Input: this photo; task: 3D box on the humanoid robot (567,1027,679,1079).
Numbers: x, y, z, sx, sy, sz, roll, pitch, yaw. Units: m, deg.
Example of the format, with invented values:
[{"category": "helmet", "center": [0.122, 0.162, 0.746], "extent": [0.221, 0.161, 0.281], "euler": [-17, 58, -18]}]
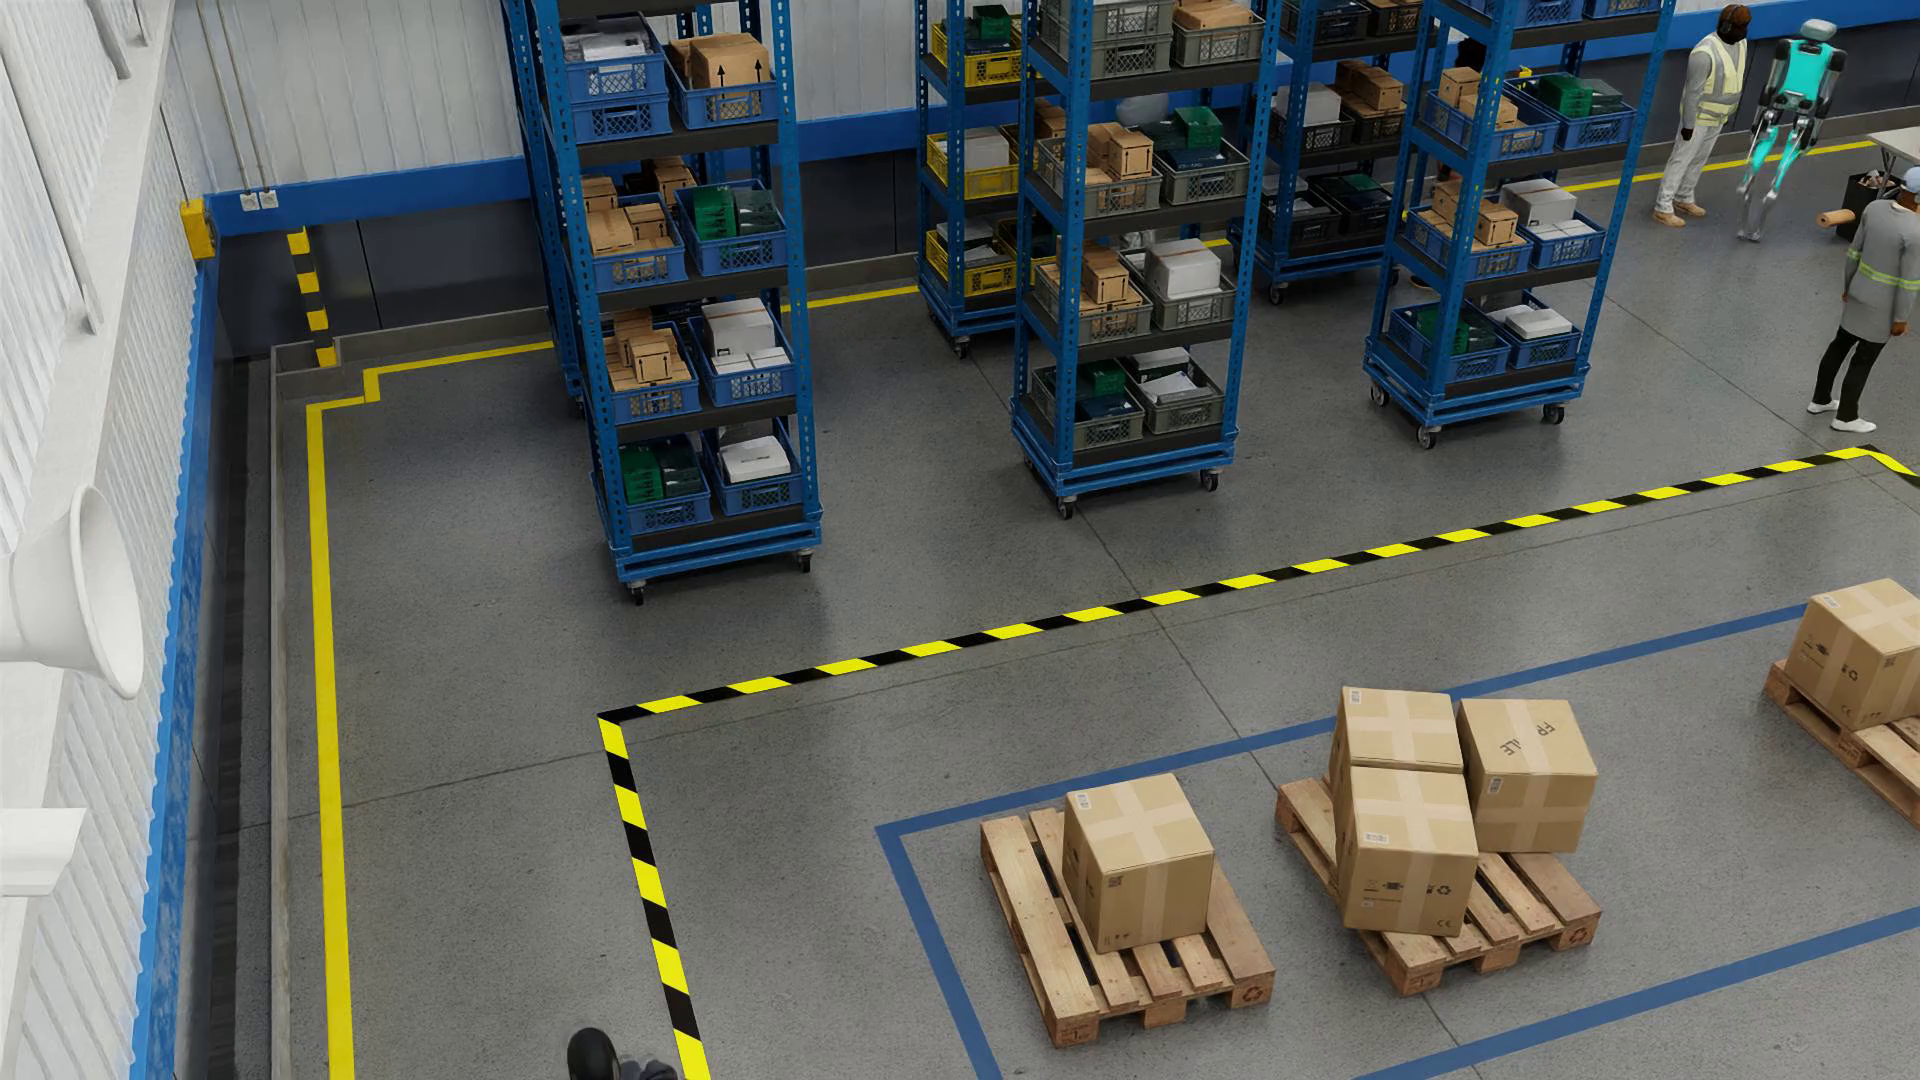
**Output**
[{"category": "humanoid robot", "center": [-1.162, 2.200, 5.722], "extent": [0.612, 1.633, 0.488], "euler": [-19, 39, -25]}]

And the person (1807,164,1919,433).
[{"category": "person", "center": [6.041, -1.589, 10.934], "extent": [0.390, 1.853, 0.587], "euler": [-7, 36, -10]}]

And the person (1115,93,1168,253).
[{"category": "person", "center": [1.306, -2.728, 12.481], "extent": [0.362, 1.935, 0.641], "euler": [19, 39, 25]}]

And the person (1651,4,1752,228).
[{"category": "person", "center": [6.121, -3.480, 13.637], "extent": [0.620, 1.835, 0.431], "euler": [-25, 42, -31]}]

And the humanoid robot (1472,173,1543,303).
[{"category": "humanoid robot", "center": [3.949, -2.160, 11.940], "extent": [0.737, 1.634, 0.603], "euler": [-11, 37, -16]}]

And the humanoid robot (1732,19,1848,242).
[{"category": "humanoid robot", "center": [6.561, -3.200, 13.343], "extent": [0.532, 1.800, 0.767], "euler": [25, 42, 31]}]

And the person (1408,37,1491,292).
[{"category": "person", "center": [3.762, -2.832, 12.599], "extent": [0.368, 1.966, 0.600], "euler": [24, 42, 30]}]
